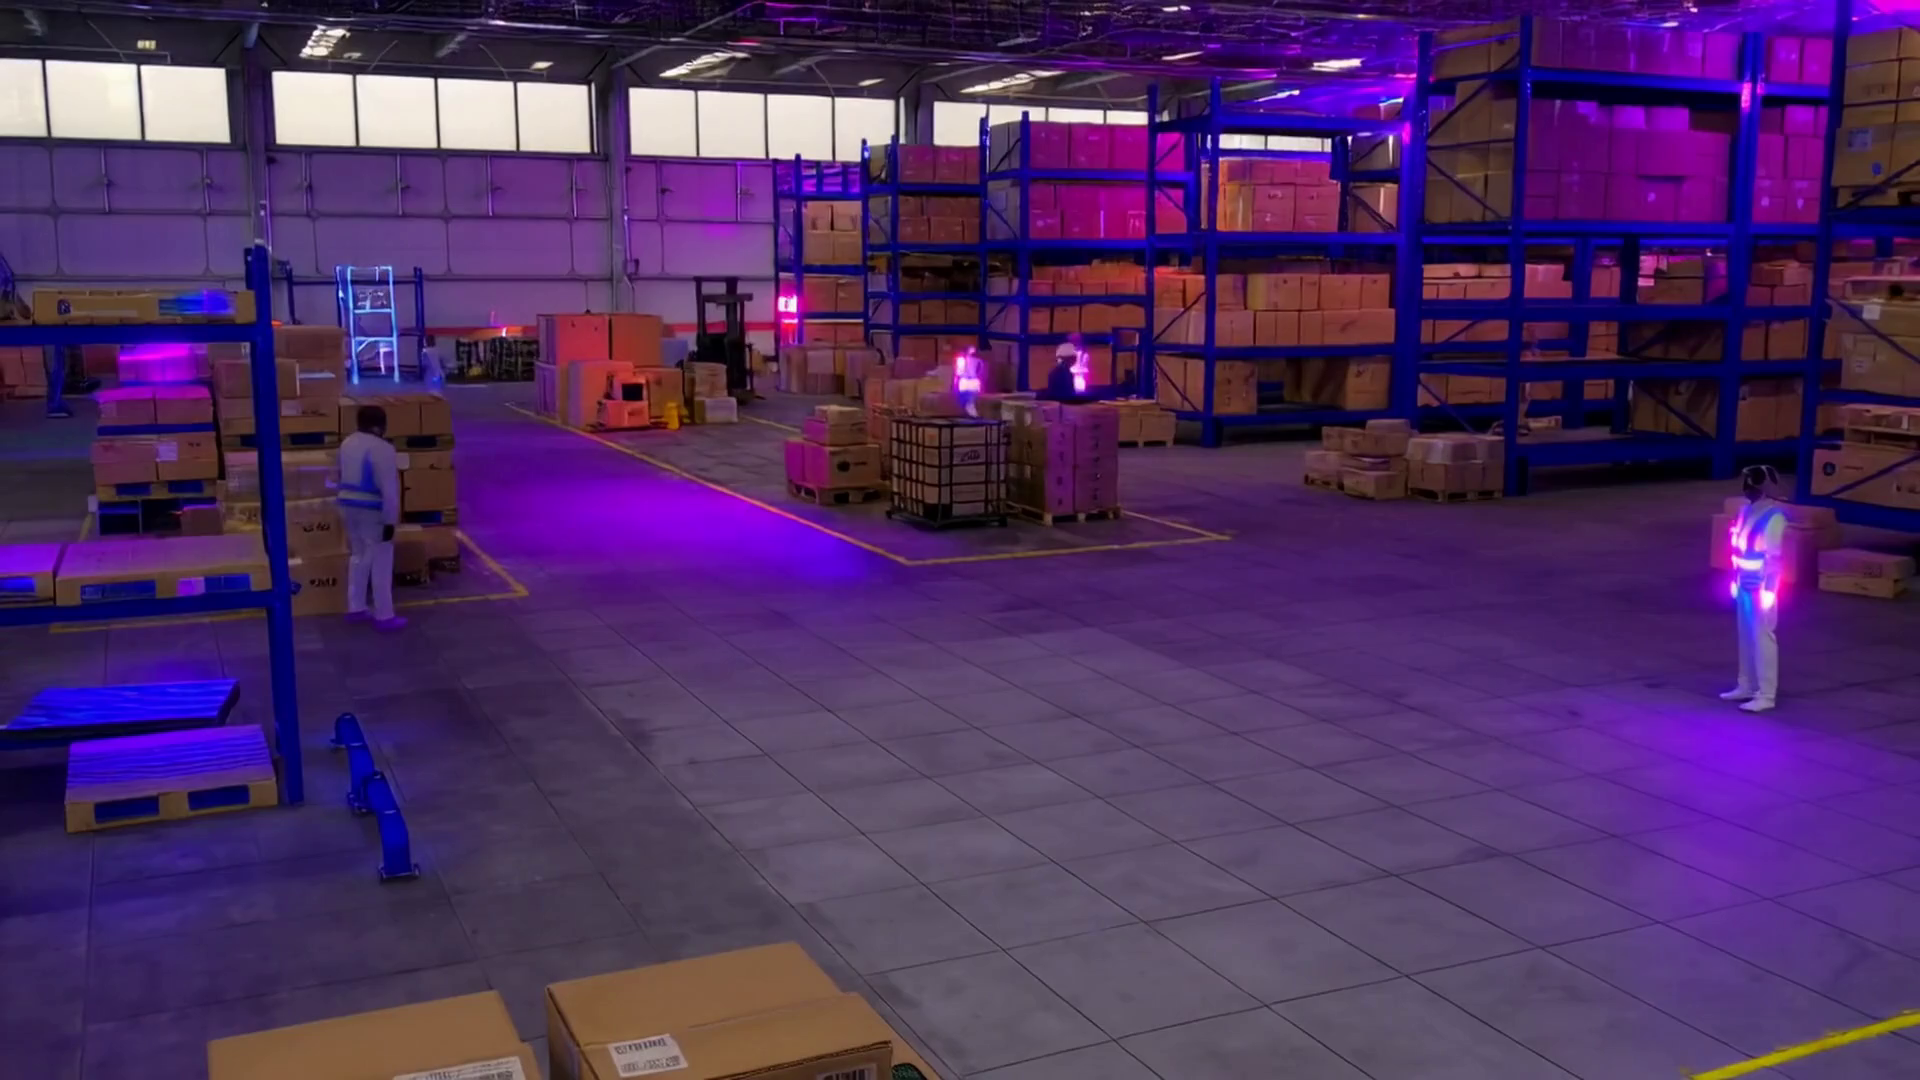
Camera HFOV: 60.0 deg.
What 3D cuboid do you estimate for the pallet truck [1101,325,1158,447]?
[{"bbox_3d":[2.881,-2.596,27.923,0.823,1.965,1.885,-1,9,-7],"label":"pallet truck"}]

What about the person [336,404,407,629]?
[{"bbox_3d":[-4.788,-0.184,13.533,0.631,1.831,0.433,5,10,29],"label":"person"}]

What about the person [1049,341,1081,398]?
[{"bbox_3d":[1.431,-1.636,22.027,0.664,1.968,0.637,5,10,28],"label":"person"}]

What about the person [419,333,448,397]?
[{"bbox_3d":[-10.453,-3.260,32.983,0.548,1.678,0.513,-7,12,-37],"label":"person"}]

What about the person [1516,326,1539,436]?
[{"bbox_3d":[10.013,-2.794,29.334,0.373,1.940,0.630,2,9,13],"label":"person"}]

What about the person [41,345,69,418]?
[{"bbox_3d":[-18.030,-3.387,33.070,0.362,1.929,0.629,-2,9,-10],"label":"person"}]

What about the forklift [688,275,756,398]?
[{"bbox_3d":[-5.469,-4.570,37.441,1.129,2.768,1.873,-5,10,-26],"label":"forklift"}]

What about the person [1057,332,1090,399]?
[{"bbox_3d":[1.915,-2.567,28.108,0.550,1.896,0.980,2,9,10],"label":"person"}]

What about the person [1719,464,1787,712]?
[{"bbox_3d":[5.276,0.309,11.034,0.312,1.632,0.514,0,9,1],"label":"person"}]

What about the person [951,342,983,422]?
[{"bbox_3d":[0.181,-2.666,29.420,0.537,1.656,0.868,-6,11,-32],"label":"person"}]

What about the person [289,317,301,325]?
[{"bbox_3d":[-14.562,-4.024,37.107,0.759,1.898,0.575,-2,9,-11],"label":"person"}]
